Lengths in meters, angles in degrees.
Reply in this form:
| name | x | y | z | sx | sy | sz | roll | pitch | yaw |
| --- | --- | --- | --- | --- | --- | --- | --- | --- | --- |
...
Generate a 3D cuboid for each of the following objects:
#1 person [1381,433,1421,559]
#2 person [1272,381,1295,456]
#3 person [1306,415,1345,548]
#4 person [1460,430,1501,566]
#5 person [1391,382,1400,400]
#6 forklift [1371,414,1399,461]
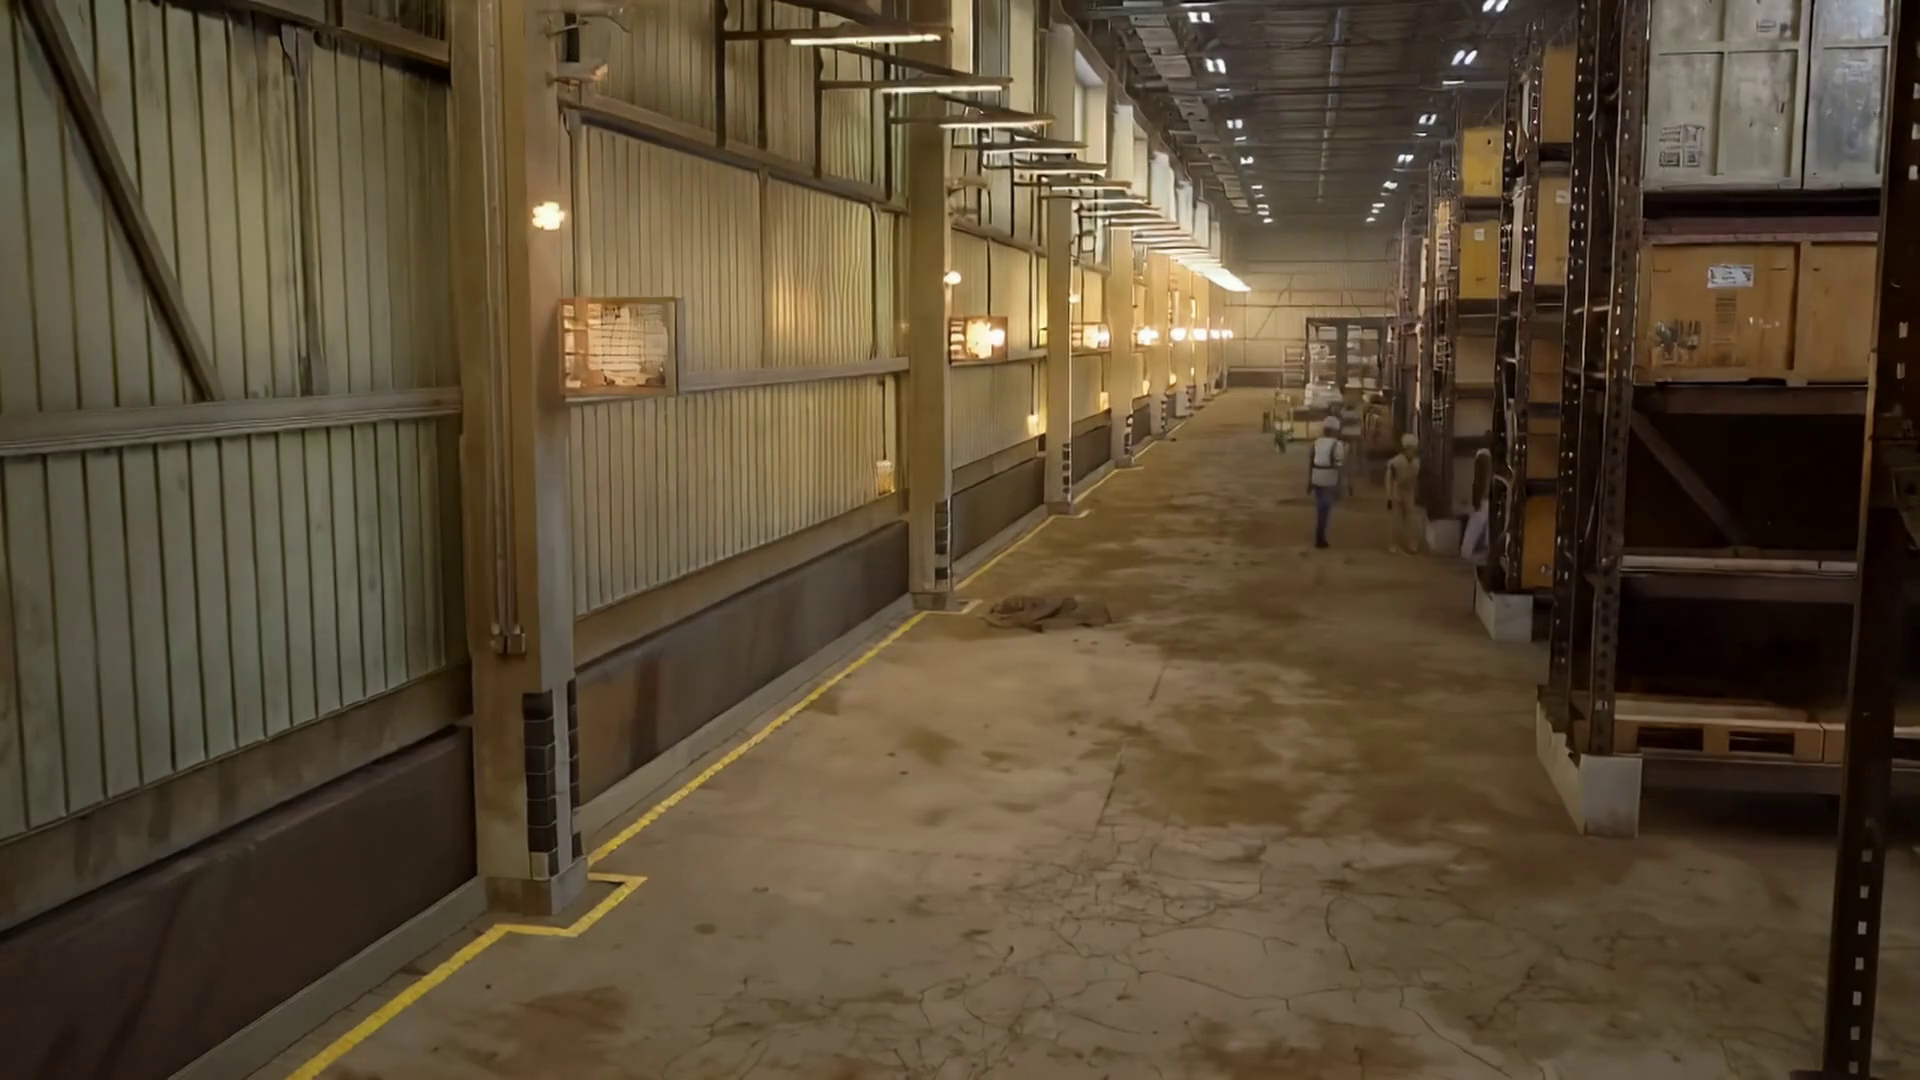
| name | x | y | z | sx | sy | sz | roll | pitch | yaw |
| --- | --- | --- | --- | --- | --- | --- | --- | --- | --- |
| person | 6.061 | -0.604 | 22.758 | 0.580 | 1.735 | 0.455 | -3 | 8 | -26 |
| person | 8.106 | -3.042 | 41.749 | 0.549 | 1.883 | 1.042 | 0 | 7 | 2 |
| person | 5.314 | -0.846 | 24.016 | 0.554 | 1.907 | 0.681 | 7 | 10 | 43 |
| person | 7.032 | -0.544 | 21.997 | 0.816 | 1.807 | 0.637 | 2 | 7 | 15 |
| person | 12.335 | -3.601 | 46.785 | 0.347 | 1.735 | 0.485 | -5 | 9 | -33 |
| forklift | 10.878 | -3.304 | 39.841 | 1.873 | 2.768 | 1.129 | 1 | 7 | 12 |
